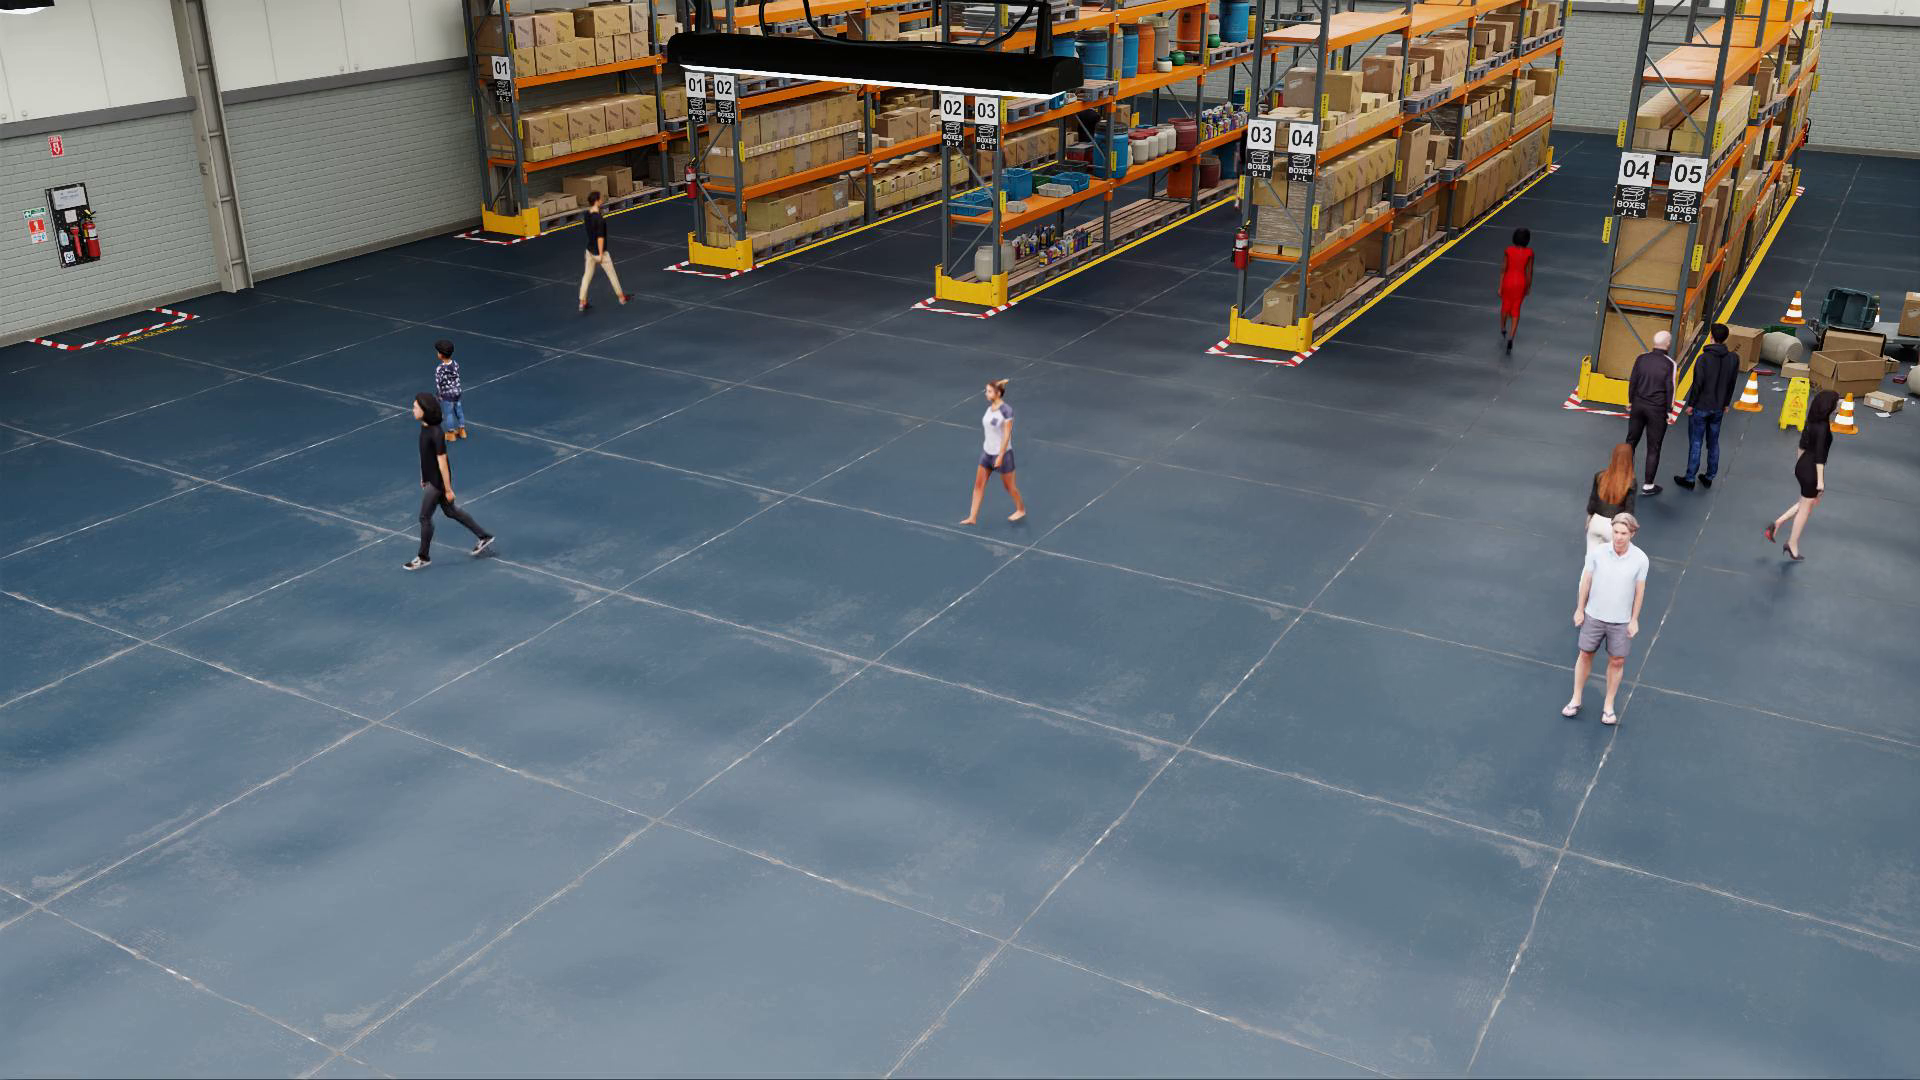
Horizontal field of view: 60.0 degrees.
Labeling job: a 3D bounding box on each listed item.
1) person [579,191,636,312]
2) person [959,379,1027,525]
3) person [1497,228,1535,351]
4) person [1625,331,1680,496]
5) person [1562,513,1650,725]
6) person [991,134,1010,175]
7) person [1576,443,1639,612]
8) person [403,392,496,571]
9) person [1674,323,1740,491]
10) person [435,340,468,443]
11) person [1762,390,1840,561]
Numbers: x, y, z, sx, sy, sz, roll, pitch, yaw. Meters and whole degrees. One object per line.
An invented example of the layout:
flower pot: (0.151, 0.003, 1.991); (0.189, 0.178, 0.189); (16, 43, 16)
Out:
person: (-5.643, -4.380, 25.491); (0.815, 1.801, 1.221); (20, 30, 39)
person: (0.462, -0.904, 17.595); (1.063, 1.585, 0.800); (-17, 28, -34)
person: (7.879, -3.525, 23.619); (0.753, 1.693, 1.154); (7, 24, 17)
person: (7.667, -1.430, 18.513); (0.702, 1.834, 0.755); (-19, 29, -37)
person: (5.350, 0.622, 13.692); (0.663, 1.830, 0.547); (11, 25, 24)
person: (0.784, -7.106, 32.204); (0.547, 1.564, 0.514); (11, 25, 23)
person: (6.001, -0.048, 15.511); (0.743, 1.639, 1.138); (18, 29, 36)
person: (-5.139, -0.618, 16.644); (1.246, 1.801, 1.086); (-10, 25, -23)
person: (8.366, -1.495, 18.592); (0.759, 1.892, 0.798); (-4, 23, -10)
person: (-6.188, -1.824, 20.182); (0.570, 1.252, 0.455); (16, 28, 33)
person: (8.442, -0.643, 16.716); (0.754, 1.791, 0.722); (6, 24, 14)
